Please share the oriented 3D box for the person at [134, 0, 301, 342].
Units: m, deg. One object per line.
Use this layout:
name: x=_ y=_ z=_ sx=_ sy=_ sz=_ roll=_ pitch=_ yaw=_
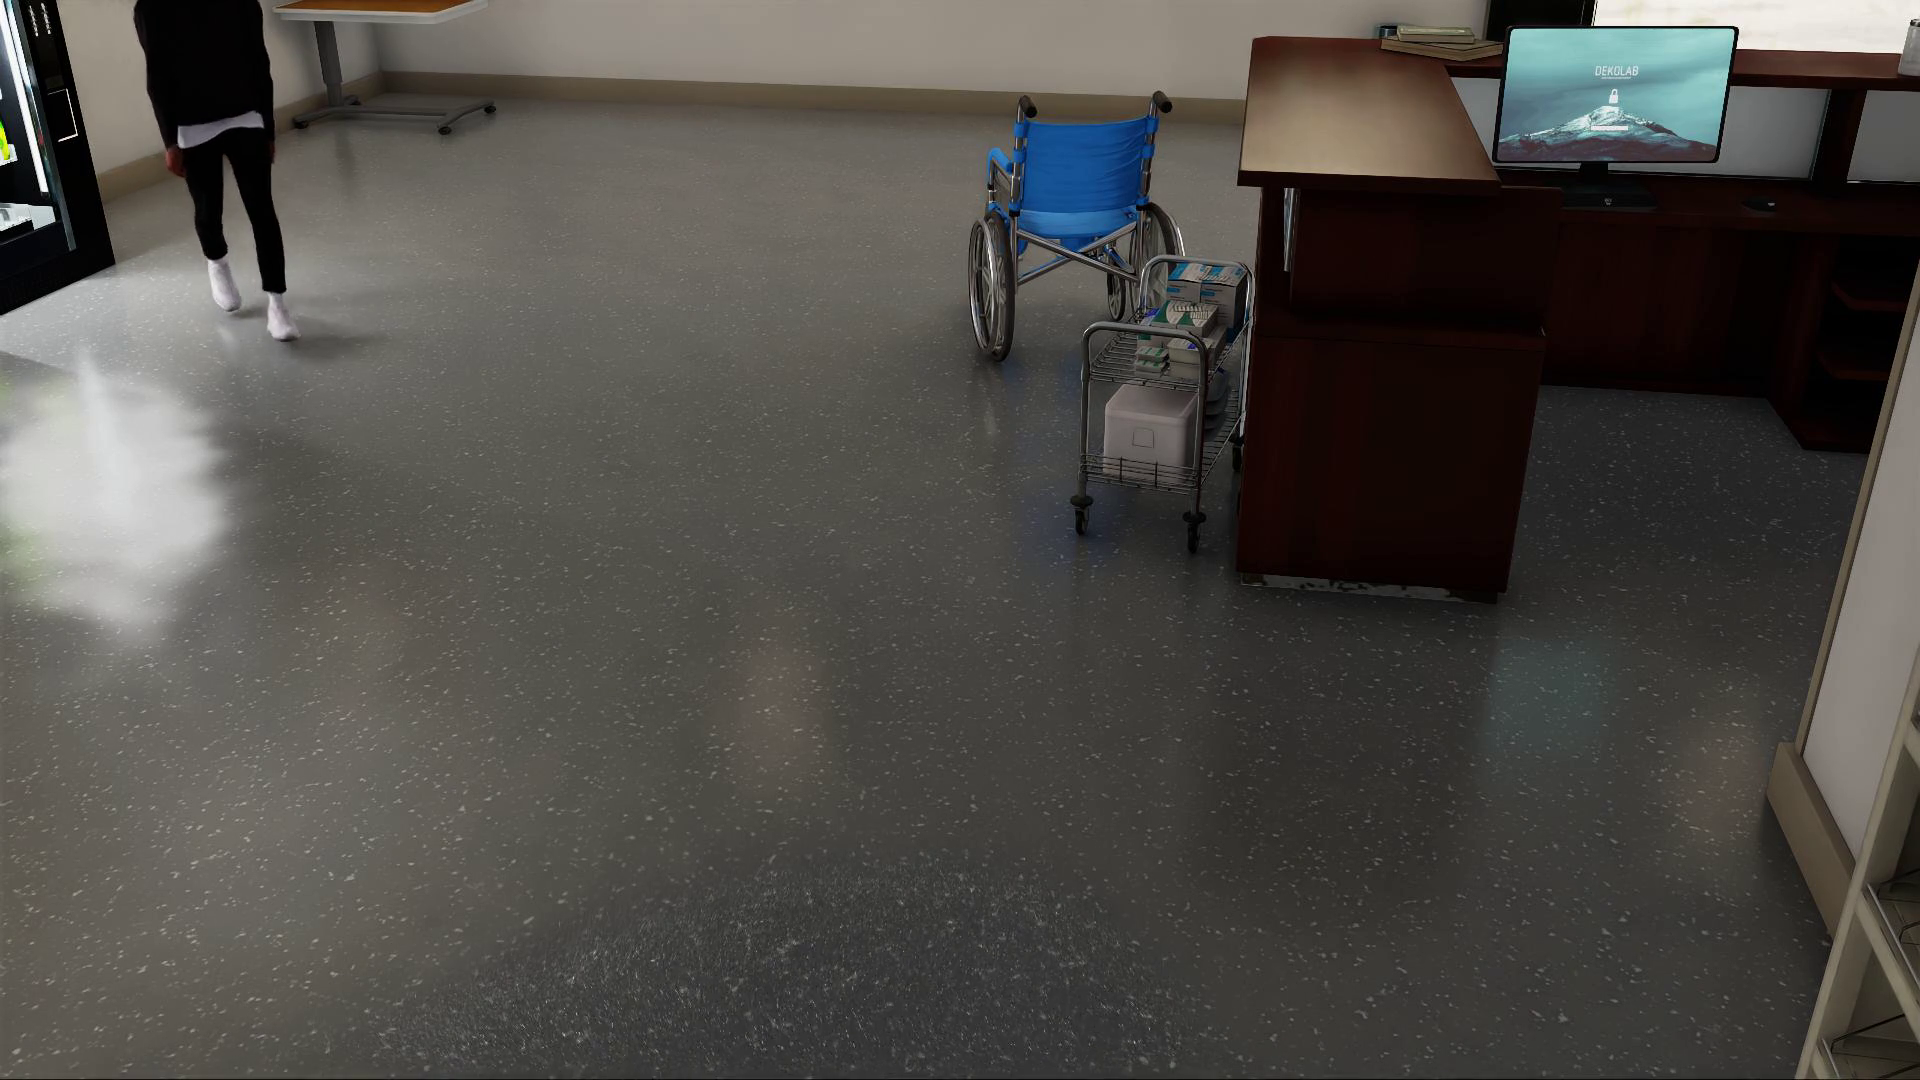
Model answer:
person: x=-3.246 y=-1.788 z=7.225 sx=1.149 sy=1.788 sz=1.282 roll=-13 pitch=29 yaw=-25
